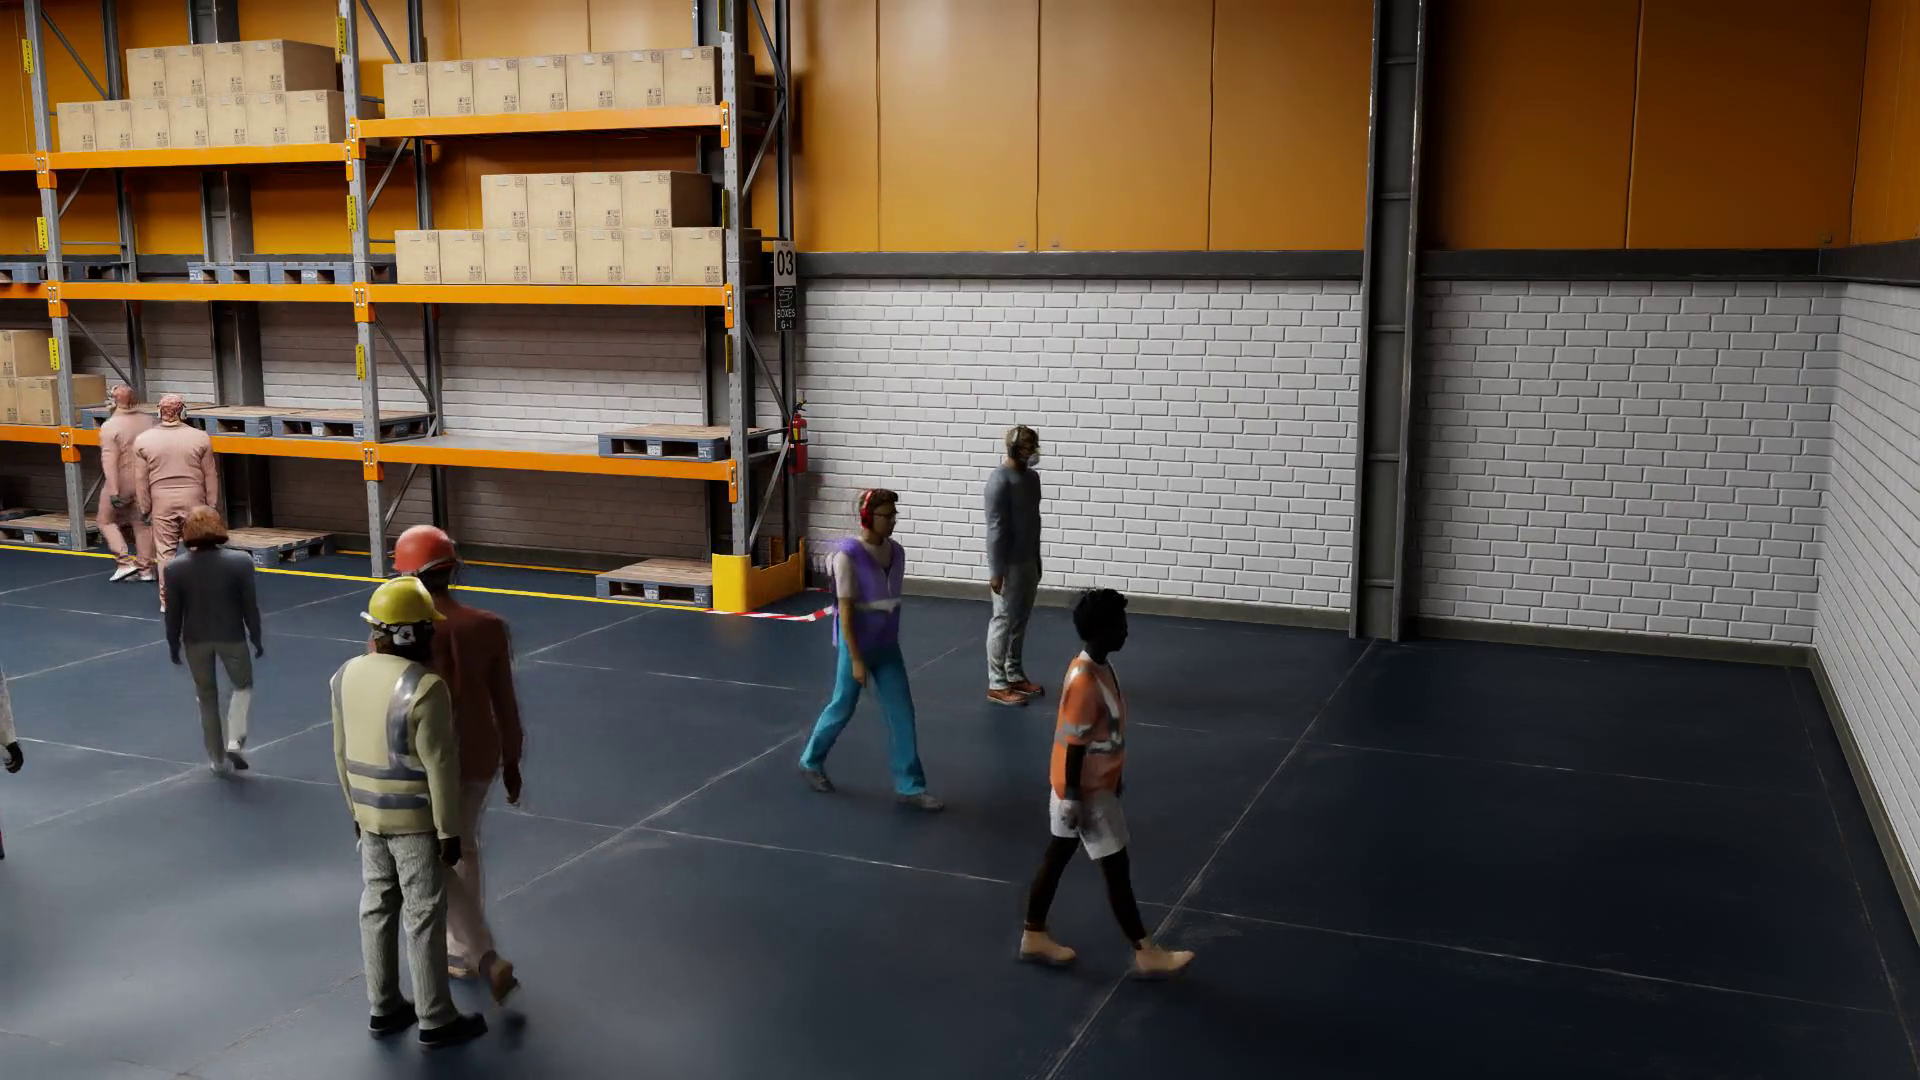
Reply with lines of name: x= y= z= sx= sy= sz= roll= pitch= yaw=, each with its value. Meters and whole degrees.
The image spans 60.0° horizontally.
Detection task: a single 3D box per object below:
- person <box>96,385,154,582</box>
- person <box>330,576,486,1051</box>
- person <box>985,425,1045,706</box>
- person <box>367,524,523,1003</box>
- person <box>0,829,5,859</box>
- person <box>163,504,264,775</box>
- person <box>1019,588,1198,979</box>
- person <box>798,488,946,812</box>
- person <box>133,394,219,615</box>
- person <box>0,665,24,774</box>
person: x=-7.911 y=-0.524 z=15.765 sx=0.472 sy=1.888 sz=0.656 roll=3 pitch=10 yaw=20
person: x=-2.137 y=1.048 z=6.432 sx=0.592 sy=1.828 sz=0.404 roll=6 pitch=11 yaw=31
person: x=0.383 y=0.167 z=11.479 sx=0.383 sy=1.929 sz=0.639 roll=5 pitch=11 yaw=28
person: x=-2.039 y=0.924 z=6.780 sx=0.785 sy=1.969 sz=0.623 roll=8 pitch=12 yaw=39
person: x=-5.066 y=0.771 z=8.340 sx=0.343 sy=1.758 sz=0.535 roll=-8 pitch=12 yaw=-40
person: x=-4.378 y=0.595 z=9.762 sx=0.529 sy=1.620 sz=0.372 roll=-3 pitch=10 yaw=-19
person: x=0.637 y=1.025 z=7.026 sx=0.848 sy=1.657 sz=0.545 roll=1 pitch=9 yaw=8
person: x=-0.540 y=0.590 z=9.310 sx=0.955 sy=1.804 sz=0.574 roll=8 pitch=12 yaw=40
person: x=-6.756 y=-0.304 z=14.393 sx=0.648 sy=1.907 sz=0.409 roll=-4 pitch=10 yaw=-21
person: x=-4.567 y=0.882 z=7.355 sx=0.973 sy=1.872 sz=0.626 roll=8 pitch=12 yaw=40
